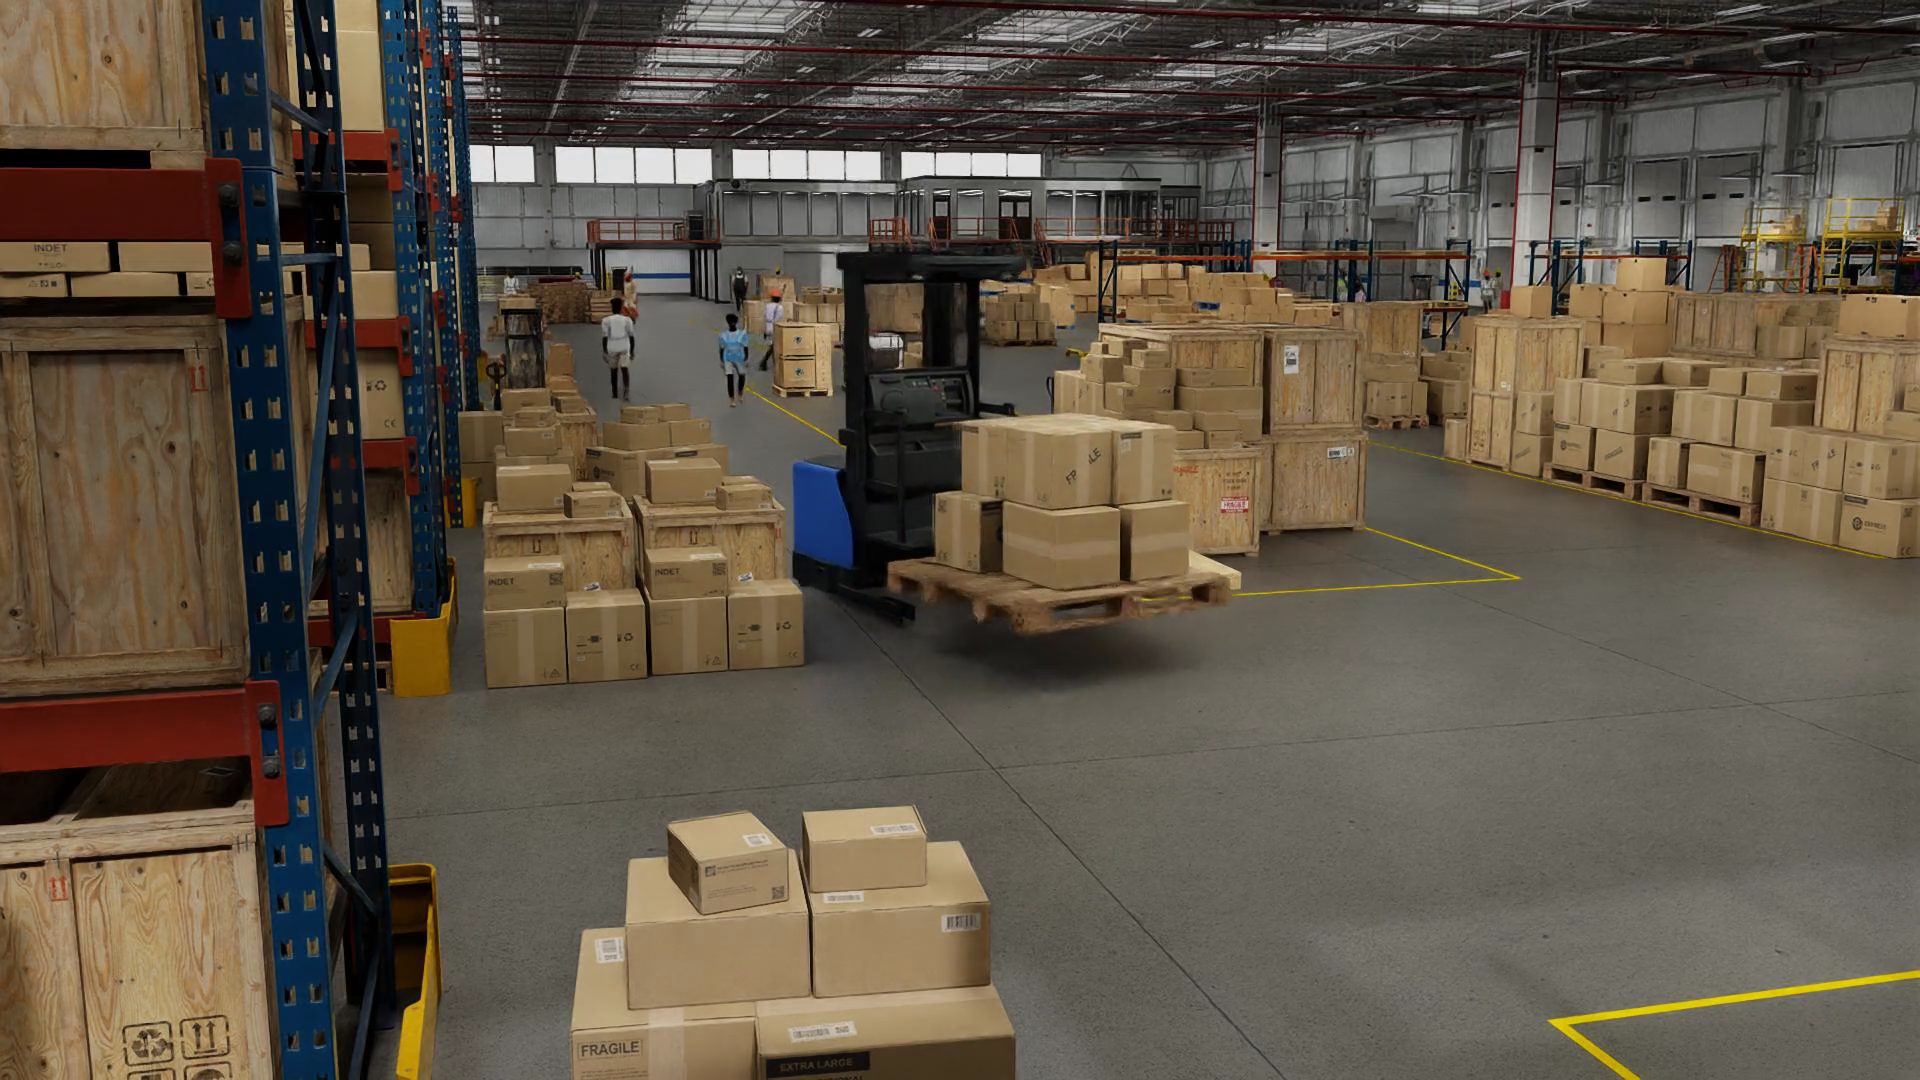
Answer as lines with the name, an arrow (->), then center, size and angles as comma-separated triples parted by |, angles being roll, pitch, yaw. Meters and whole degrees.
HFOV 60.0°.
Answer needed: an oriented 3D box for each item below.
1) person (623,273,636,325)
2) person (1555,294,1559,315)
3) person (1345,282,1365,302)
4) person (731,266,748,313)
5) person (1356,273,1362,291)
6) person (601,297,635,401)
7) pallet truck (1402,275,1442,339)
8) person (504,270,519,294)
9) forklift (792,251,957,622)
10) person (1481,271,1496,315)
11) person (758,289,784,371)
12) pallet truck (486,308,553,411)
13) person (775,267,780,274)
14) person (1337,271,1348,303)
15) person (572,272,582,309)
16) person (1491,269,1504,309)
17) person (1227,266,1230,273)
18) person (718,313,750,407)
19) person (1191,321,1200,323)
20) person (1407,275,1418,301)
person -> -12.103, -8.803, 60.794 | 0.603, 1.898, 0.517 | 6, 12, 31
person -> 17.486, -6.734, 49.162 | 0.568, 1.878, 0.352 | -7, 12, -36
person -> 11.516, -6.593, 48.448 | 0.627, 1.844, 0.429 | -2, 10, -9
person -> -9.485, -10.762, 71.492 | 0.692, 2.000, 0.684 | 0, 10, -3
person -> 16.619, -10.313, 69.749 | 0.321, 1.761, 0.522 | -8, 13, -40
person -> -6.345, -3.549, 30.961 | 0.612, 1.947, 0.877 | -3, 11, -19
pallet truck -> 14.620, -7.324, 52.145 | 0.823, 1.965, 1.885 | 8, 13, 40
person -> -18.783, -10.333, 69.589 | 0.599, 1.858, 0.765 | -2, 10, -13
forklift -> -0.502, -0.921, 13.387 | 1.129, 2.768, 1.873 | -7, 12, -33
person -> 21.315, -9.896, 67.098 | 0.634, 1.870, 0.971 | 6, 12, 30
person -> -4.349, -4.841, 38.379 | 0.555, 1.908, 0.900 | 8, 13, 39
pallet truck -> -6.242, -2.418, 24.362 | 0.823, 1.965, 1.885 | 1, 10, 3
person -> -8.146, -11.256, 74.610 | 0.591, 1.927, 0.366 | 4, 11, 20
person -> 16.708, -10.854, 72.669 | 0.814, 1.816, 0.633 | -8, 13, -38
person -> -16.597, -10.759, 72.243 | 0.309, 1.772, 0.525 | 6, 12, 31
person -> 23.275, -10.759, 71.843 | 0.613, 1.901, 0.778 | -4, 11, -19
person -> 12.675, -12.027, 78.939 | 0.601, 1.940, 0.395 | 3, 10, 16
person -> -4.040, -3.208, 29.703 | 0.560, 1.684, 0.361 | -1, 10, -7
person -> 3.085, -1.940, 21.934 | 0.683, 1.899, 0.443 | -7, 12, -34
person -> 18.911, -10.280, 69.752 | 0.565, 1.677, 0.552 | -4, 11, -20
